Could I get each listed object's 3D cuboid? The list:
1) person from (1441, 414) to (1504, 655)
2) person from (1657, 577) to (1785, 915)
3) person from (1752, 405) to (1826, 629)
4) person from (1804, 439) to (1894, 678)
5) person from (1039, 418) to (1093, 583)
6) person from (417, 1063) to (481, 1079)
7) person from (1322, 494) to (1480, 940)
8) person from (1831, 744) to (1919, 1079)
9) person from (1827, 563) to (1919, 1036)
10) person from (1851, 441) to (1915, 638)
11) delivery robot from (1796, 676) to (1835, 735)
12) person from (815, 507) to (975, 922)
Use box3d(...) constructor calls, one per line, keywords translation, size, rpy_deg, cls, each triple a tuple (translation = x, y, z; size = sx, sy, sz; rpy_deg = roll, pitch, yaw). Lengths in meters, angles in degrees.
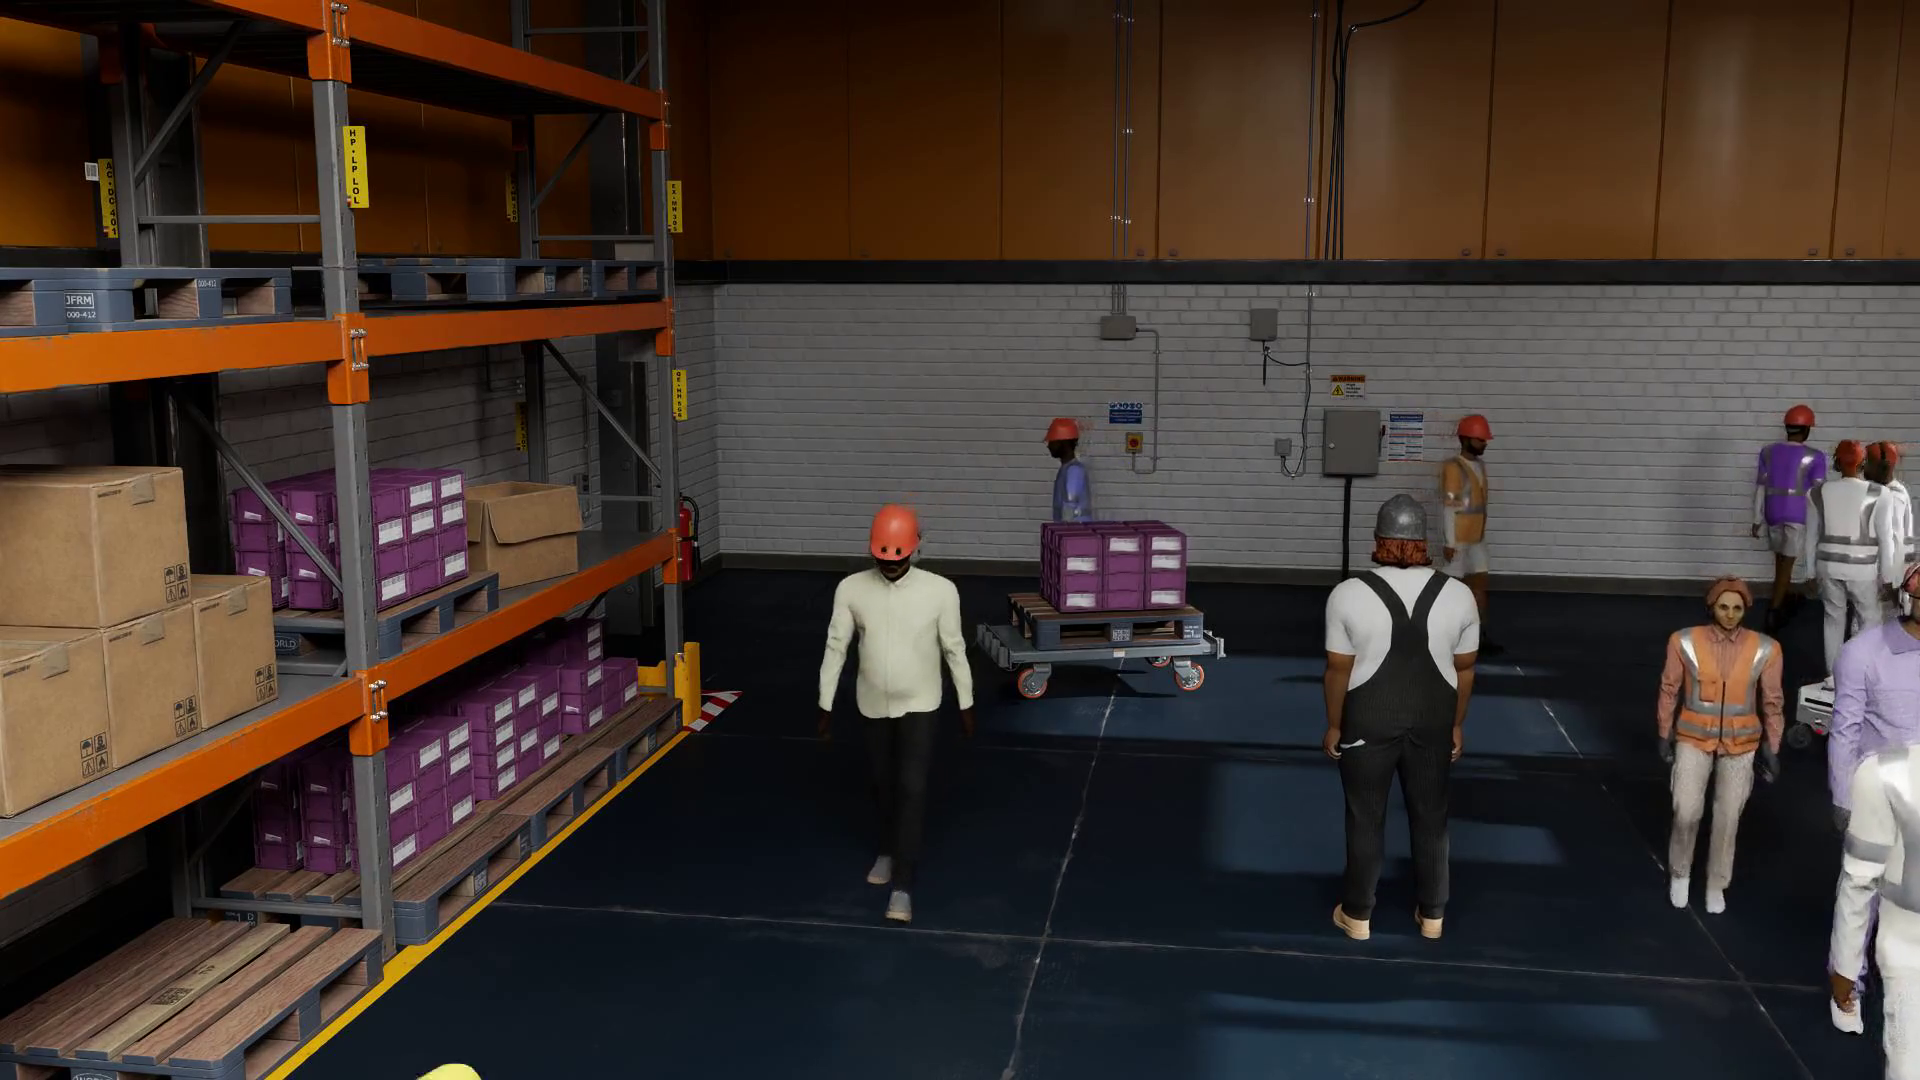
box3d(translation=(3.976, -0.063, 13.292), size=(0.553, 1.912, 0.812), rpy_deg=(-8, 12, -42), cls="person")
box3d(translation=(3.550, 0.970, 7.791), size=(0.530, 1.621, 0.407), rpy_deg=(3, 10, 18), cls="person")
box3d(translation=(7.160, -0.208, 14.250), size=(0.953, 1.883, 0.561), rpy_deg=(-7, 11, -35), cls="person")
box3d(translation=(6.188, 0.231, 11.597), size=(0.395, 1.869, 0.600), rpy_deg=(-9, 13, -43), cls="person")
box3d(translation=(0.919, -0.038, 13.262), size=(1.031, 1.886, 0.541), rpy_deg=(-2, 9, -11), cls="person")
box3d(translation=(-0.886, 1.732, 2.733), size=(0.528, 1.746, 0.713), rpy_deg=(4, 10, 21), cls="person")
box3d(translation=(1.964, 0.798, 7.574), size=(0.683, 2.000, 0.536), rpy_deg=(0, 9, 0), cls="person")
box3d(translation=(2.947, 1.261, 4.920), size=(0.624, 1.995, 1.024), rpy_deg=(2, 9, 12), cls="person")
box3d(translation=(3.776, 1.026, 6.583), size=(0.639, 1.909, 0.407), rpy_deg=(1, 9, 5), cls="person")
box3d(translation=(6.604, 0.231, 11.665), size=(0.826, 1.861, 0.589), rpy_deg=(5, 10, 28), cls="person")
box3d(translation=(5.641, 1.013, 10.528), size=(0.707, 0.478, 0.477), rpy_deg=(-5, 11, -30), cls="delivery robot")
box3d(translation=(-0.324, 0.796, 7.903), size=(0.725, 1.923, 0.984), rpy_deg=(2, 9, 11), cls="person")
